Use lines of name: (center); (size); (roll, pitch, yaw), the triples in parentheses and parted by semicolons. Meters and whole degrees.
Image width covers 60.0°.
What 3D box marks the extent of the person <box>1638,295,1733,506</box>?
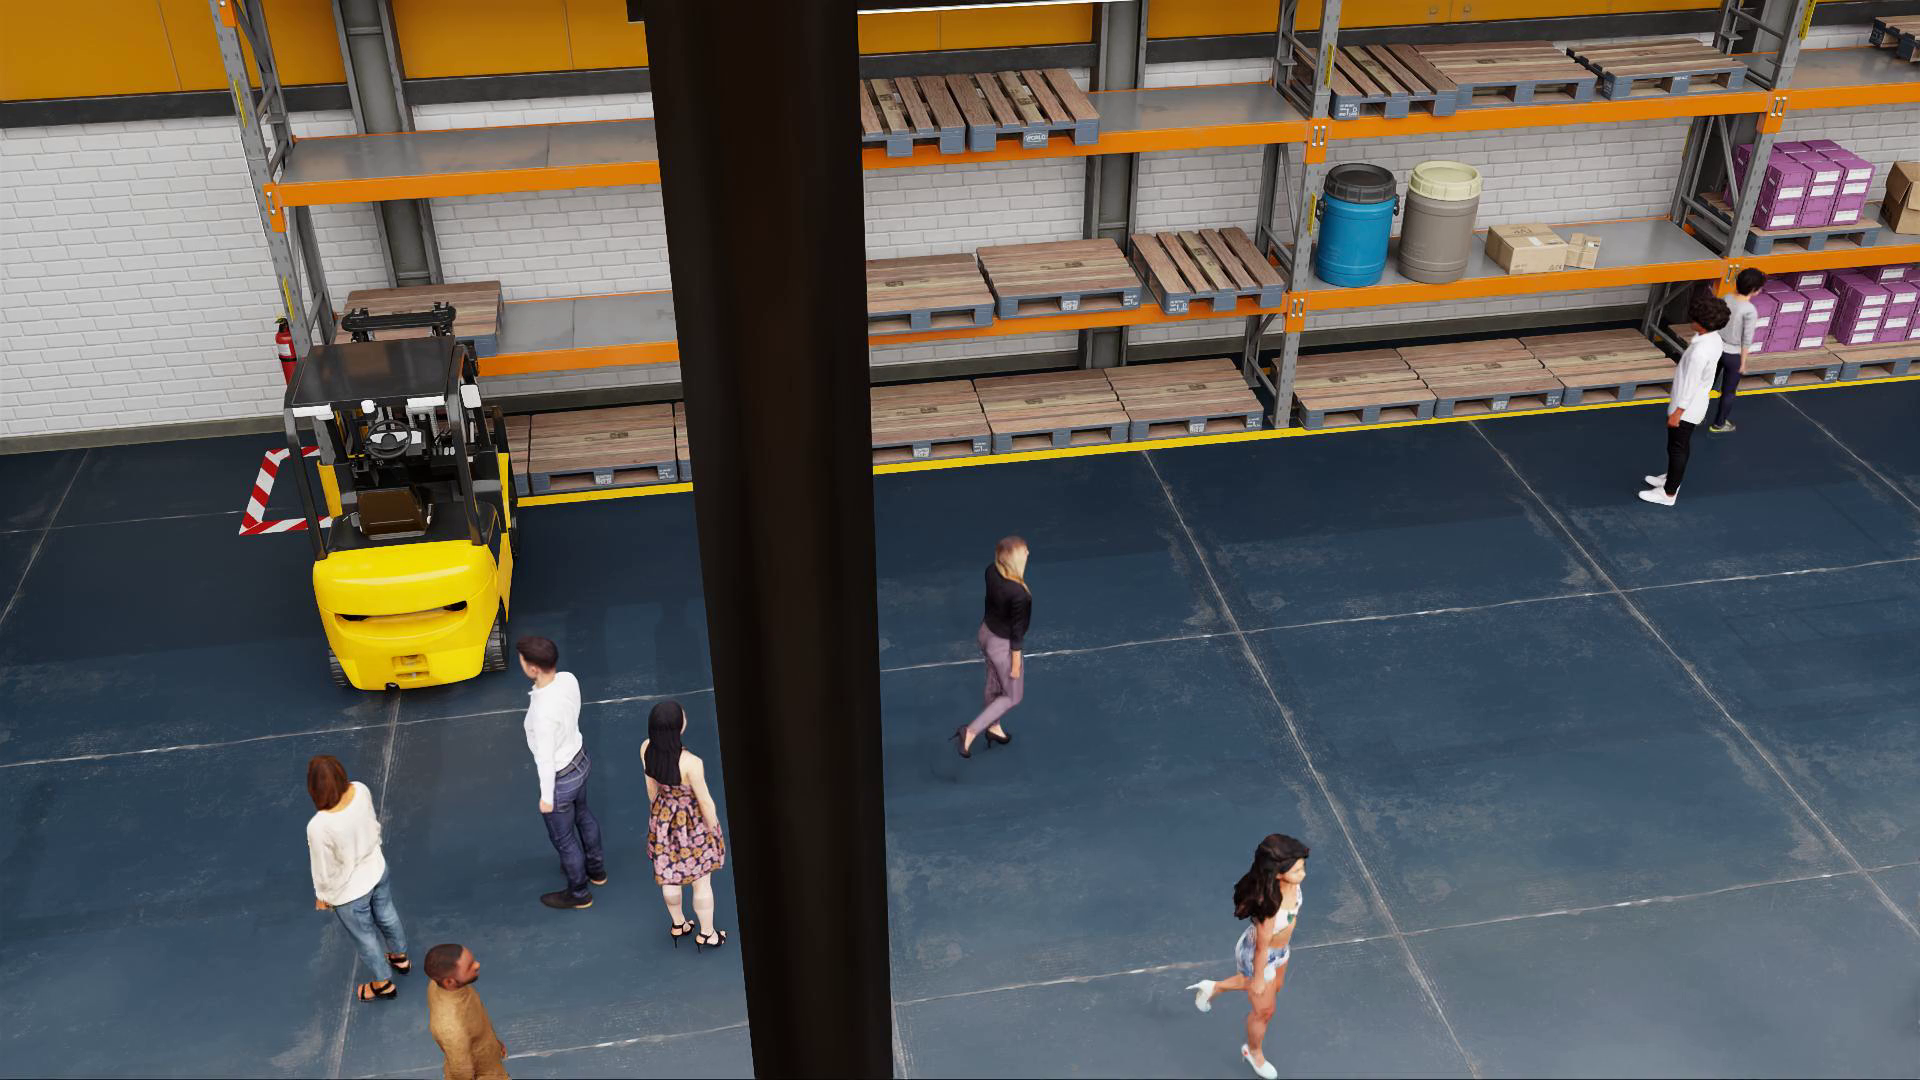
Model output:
person: (5.816, -1.111, 13.257); (0.768, 1.808, 0.712); (21, 39, 28)

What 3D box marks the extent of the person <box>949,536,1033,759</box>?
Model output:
person: (0.186, 0.726, 10.636); (0.906, 1.650, 0.764); (-17, 37, -24)

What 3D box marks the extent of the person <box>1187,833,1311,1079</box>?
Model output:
person: (1.504, 2.114, 8.582); (0.908, 1.612, 0.835); (19, 38, 27)

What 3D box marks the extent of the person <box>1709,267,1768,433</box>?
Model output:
person: (6.571, -1.615, 14.250); (0.762, 1.548, 0.651); (-15, 37, -22)

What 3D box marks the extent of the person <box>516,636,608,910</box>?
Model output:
person: (-2.262, 1.332, 9.533); (0.704, 1.861, 0.697); (5, 34, 8)

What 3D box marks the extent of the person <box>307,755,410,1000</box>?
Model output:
person: (-3.241, 1.822, 8.959); (0.713, 1.682, 0.706); (12, 35, 17)

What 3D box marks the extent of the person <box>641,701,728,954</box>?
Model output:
person: (-1.533, 1.595, 9.217); (0.788, 1.775, 0.862); (15, 37, 22)
